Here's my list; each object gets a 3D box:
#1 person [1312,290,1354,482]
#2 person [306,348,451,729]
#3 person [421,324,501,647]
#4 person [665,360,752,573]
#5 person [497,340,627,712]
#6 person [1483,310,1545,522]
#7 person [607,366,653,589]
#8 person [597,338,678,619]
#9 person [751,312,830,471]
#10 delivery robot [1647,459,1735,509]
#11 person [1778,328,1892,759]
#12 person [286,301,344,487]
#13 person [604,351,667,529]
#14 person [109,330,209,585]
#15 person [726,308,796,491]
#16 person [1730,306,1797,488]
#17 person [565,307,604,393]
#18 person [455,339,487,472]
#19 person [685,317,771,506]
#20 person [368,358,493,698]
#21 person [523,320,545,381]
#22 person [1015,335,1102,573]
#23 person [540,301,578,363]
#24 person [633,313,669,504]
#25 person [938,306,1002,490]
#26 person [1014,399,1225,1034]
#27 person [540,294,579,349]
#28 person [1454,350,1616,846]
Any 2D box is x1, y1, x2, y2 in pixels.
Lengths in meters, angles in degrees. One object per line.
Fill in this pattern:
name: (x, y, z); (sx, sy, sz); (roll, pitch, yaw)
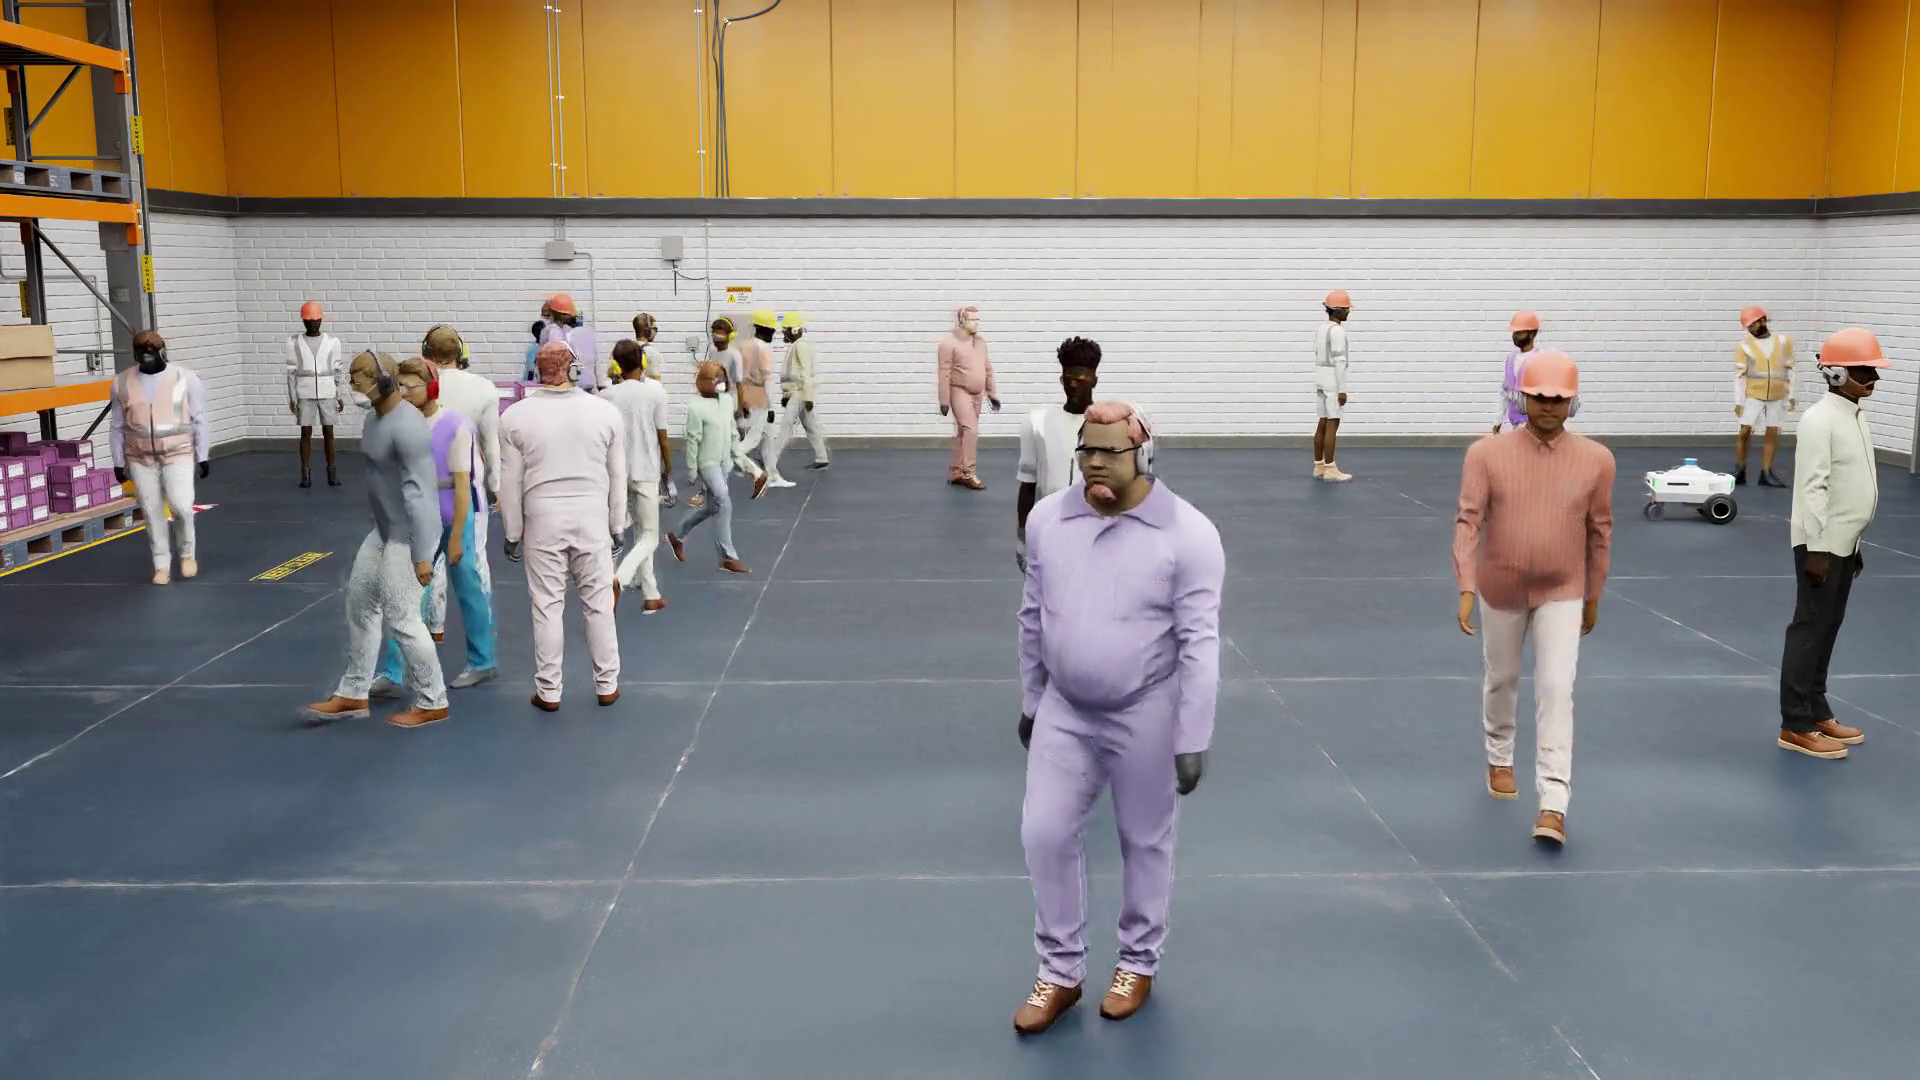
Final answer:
person: (4.005, -1.649, 17.811); (0.381, 2.045, 0.605); (-1, 9, -9)
person: (-2.848, 0.008, 8.136); (0.608, 1.896, 0.700); (-6, 11, -32)
person: (-3.060, -0.320, 9.987); (0.636, 1.939, 0.364); (-3, 10, -15)
person: (-1.924, -0.562, 12.511); (0.752, 1.600, 0.504); (4, 10, 23)
person: (-2.035, -0.069, 8.561); (0.643, 1.905, 0.400); (-3, 10, -19)
person: (4.900, -1.070, 14.710); (0.984, 1.890, 0.571); (-3, 10, -15)
person: (-2.422, -0.457, 11.811); (0.633, 1.615, 0.517); (6, 11, 31)
person: (-2.116, -0.380, 10.723); (0.519, 1.833, 0.796); (3, 10, 18)
person: (-1.883, -1.631, 18.501); (0.938, 1.780, 0.614); (-2, 9, -11)
delivery robot: (6.568, -0.490, 14.972); (0.707, 0.478, 0.477); (2, 9, 15)
person: (4.093, 0.008, 7.807); (0.377, 1.995, 0.612); (8, 12, 41)
person: (-6.702, -1.512, 17.307); (0.551, 1.933, 0.378); (-4, 10, -25)
person: (-2.714, -0.801, 13.877); (0.530, 1.621, 0.545); (-3, 10, -17)
person: (-5.739, -0.582, 11.914); (0.656, 1.830, 0.448); (-2, 10, -13)
person: (-2.125, -1.423, 16.950); (0.906, 1.884, 0.594); (-5, 11, -28)
person: (8.362, -1.479, 17.302); (0.632, 1.887, 0.353); (3, 10, 17)
person: (-4.433, -1.803, 19.232); (0.491, 1.885, 0.653); (5, 10, 26)
person: (-3.857, -0.668, 12.700); (0.529, 1.750, 0.588); (1, 9, 3)
person: (-2.234, -1.246, 16.036); (0.868, 1.818, 0.601); (-6, 11, -34)
person: (-2.815, -0.049, 8.732); (0.581, 1.796, 0.918); (5, 10, 26)
person: (-5.075, -1.793, 19.888); (0.601, 1.656, 0.570); (-2, 9, -9)
person: (0.586, -0.034, 8.196); (0.625, 1.950, 0.653); (2, 10, 15)
person: (-4.621, -1.798, 19.173); (0.646, 1.892, 0.766); (6, 11, 33)
person: (-3.039, -1.254, 16.005); (0.516, 1.842, 0.325); (7, 12, 37)
person: (0.137, -1.463, 17.185); (0.763, 1.882, 0.661); (7, 12, 36)
person: (0.410, 0.535, 4.889); (0.680, 1.883, 0.689); (5, 10, 28)
person: (-4.498, -1.760, 18.663); (0.855, 1.982, 0.647); (-2, 9, -12)
person: (2.333, 0.200, 6.801); (0.615, 1.947, 1.012); (3, 10, 15)
